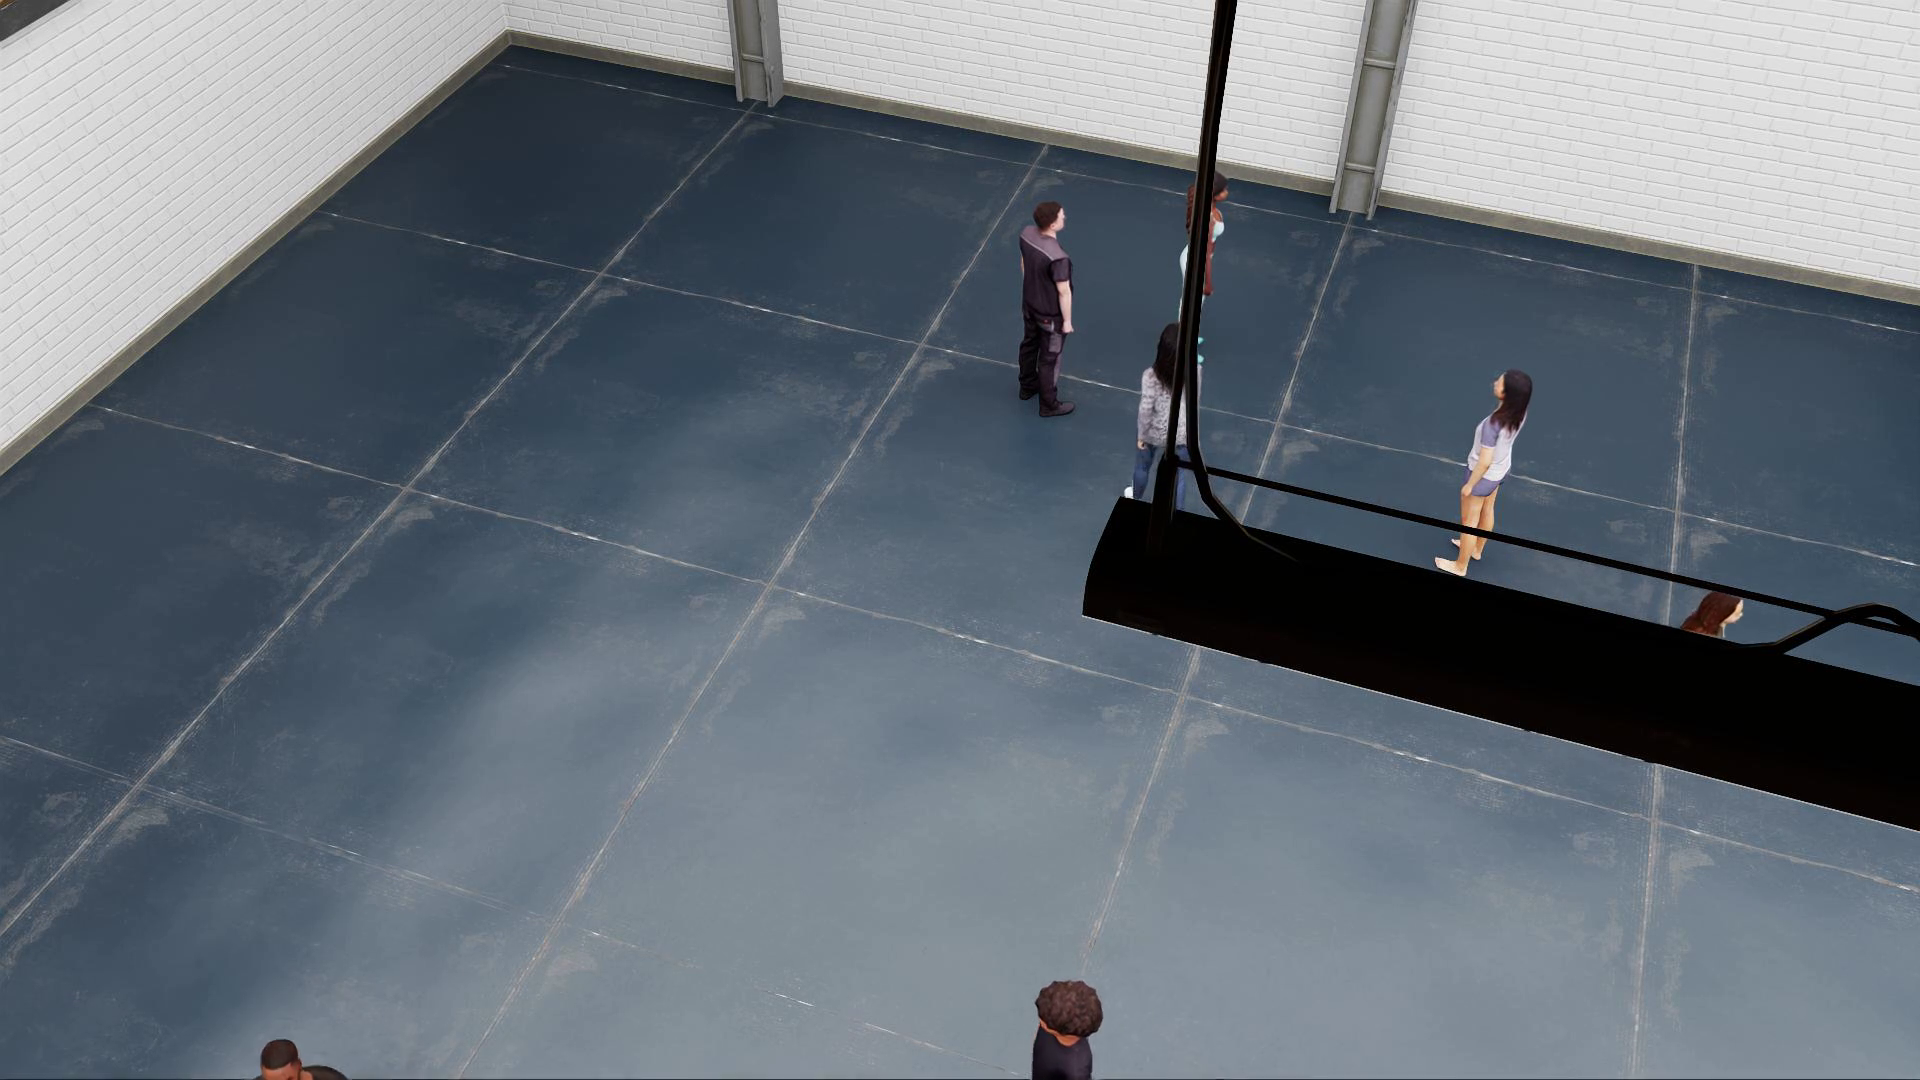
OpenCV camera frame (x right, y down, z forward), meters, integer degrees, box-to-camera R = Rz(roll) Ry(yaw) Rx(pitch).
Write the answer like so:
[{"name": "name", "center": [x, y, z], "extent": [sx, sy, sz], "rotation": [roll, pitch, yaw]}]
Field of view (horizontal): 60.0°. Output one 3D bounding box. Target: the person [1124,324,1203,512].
[{"name": "person", "center": [1.463, -0.761, 11.647], "extent": [0.845, 1.731, 0.880], "rotation": [-8, 44, -8]}]

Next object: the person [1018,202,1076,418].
[{"name": "person", "center": [0.647, -1.769, 12.621], "extent": [0.869, 1.846, 0.772], "rotation": [-23, 48, -22]}]

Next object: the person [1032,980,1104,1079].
[{"name": "person", "center": [0.573, 2.635, 8.047], "extent": [1.103, 1.779, 0.900], "rotation": [-5, 44, -6]}]

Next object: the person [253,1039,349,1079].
[{"name": "person", "center": [-3.015, 2.808, 7.869], "extent": [1.231, 1.773, 1.049], "rotation": [-3, 44, -3]}]

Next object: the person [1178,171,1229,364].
[{"name": "person", "center": [1.865, -2.153, 13.115], "extent": [0.645, 1.721, 0.643], "rotation": [-2, 44, -2]}]

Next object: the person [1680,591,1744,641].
[{"name": "person", "center": [4.380, 0.833, 10.173], "extent": [0.765, 1.456, 0.618], "rotation": [19, 47, 19]}]

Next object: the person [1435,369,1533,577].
[{"name": "person", "center": [3.593, -0.464, 11.334], "extent": [0.640, 1.732, 0.654], "rotation": [33, 53, 30]}]
